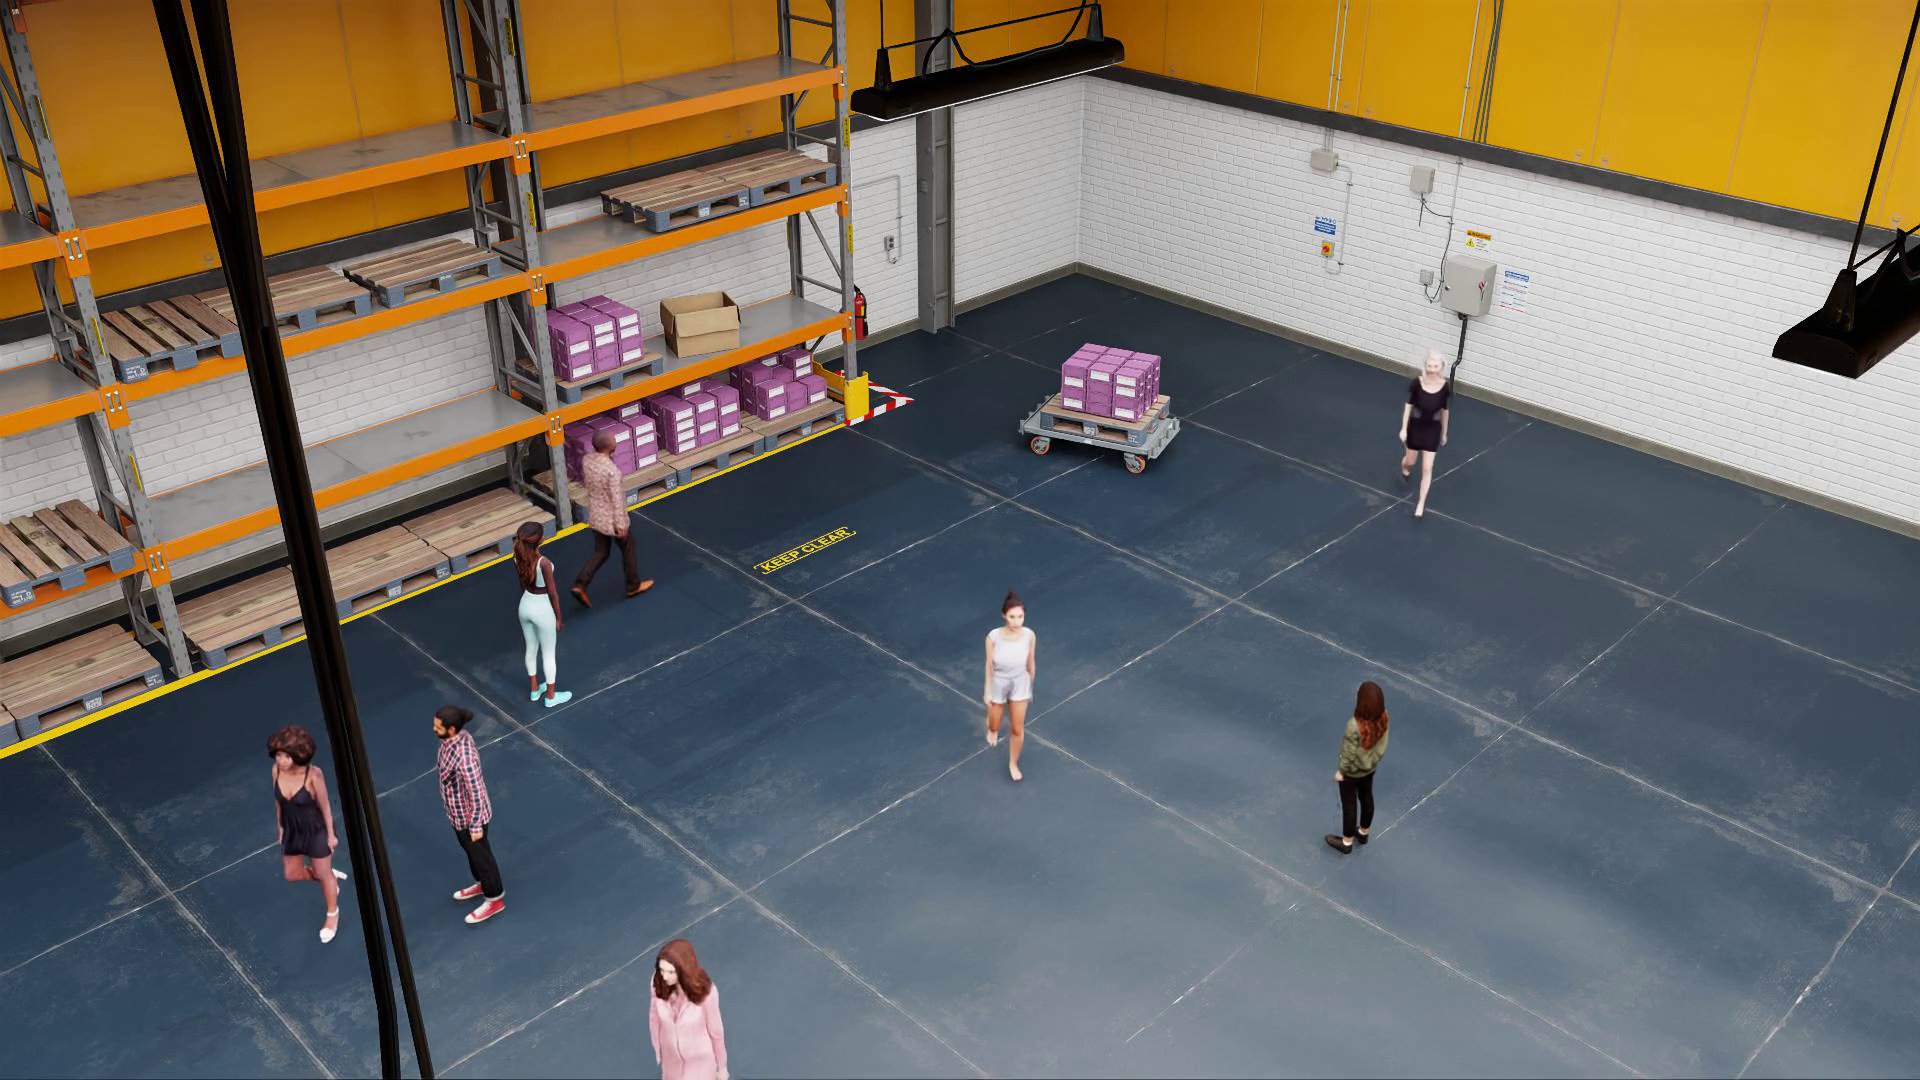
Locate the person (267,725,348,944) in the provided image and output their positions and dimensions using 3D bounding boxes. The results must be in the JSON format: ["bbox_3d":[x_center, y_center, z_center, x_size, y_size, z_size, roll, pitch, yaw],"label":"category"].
[{"bbox_3d":[-4.499,1.993,11.588,0.780,1.775,0.870,5,29,10],"label":"person"}]

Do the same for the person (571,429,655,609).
[{"bbox_3d":[-3.352,-0.176,15.558,0.755,1.780,1.104,22,36,35],"label":"person"}]

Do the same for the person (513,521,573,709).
[{"bbox_3d":[-3.591,0.621,14.156,0.612,1.724,0.613,14,32,24],"label":"person"}]

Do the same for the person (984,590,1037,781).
[{"bbox_3d":[0.374,1.135,13.348,0.841,1.595,0.874,-4,29,-7],"label":"person"}]

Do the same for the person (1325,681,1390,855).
[{"bbox_3d":[2.999,1.688,12.459,0.500,1.475,0.674,-18,33,-30],"label":"person"}]

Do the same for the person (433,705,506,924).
[{"bbox_3d":[-3.488,1.901,11.771,0.660,1.761,0.750,-16,33,-27],"label":"person"}]

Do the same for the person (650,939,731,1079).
[{"bbox_3d":[-1.538,2.974,9.783,0.903,1.781,1.055,8,30,14],"label":"person"}]

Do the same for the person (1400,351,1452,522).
[{"bbox_3d":[4.818,-1.153,17.323,1.008,1.805,1.154,3,29,6],"label":"person"}]
